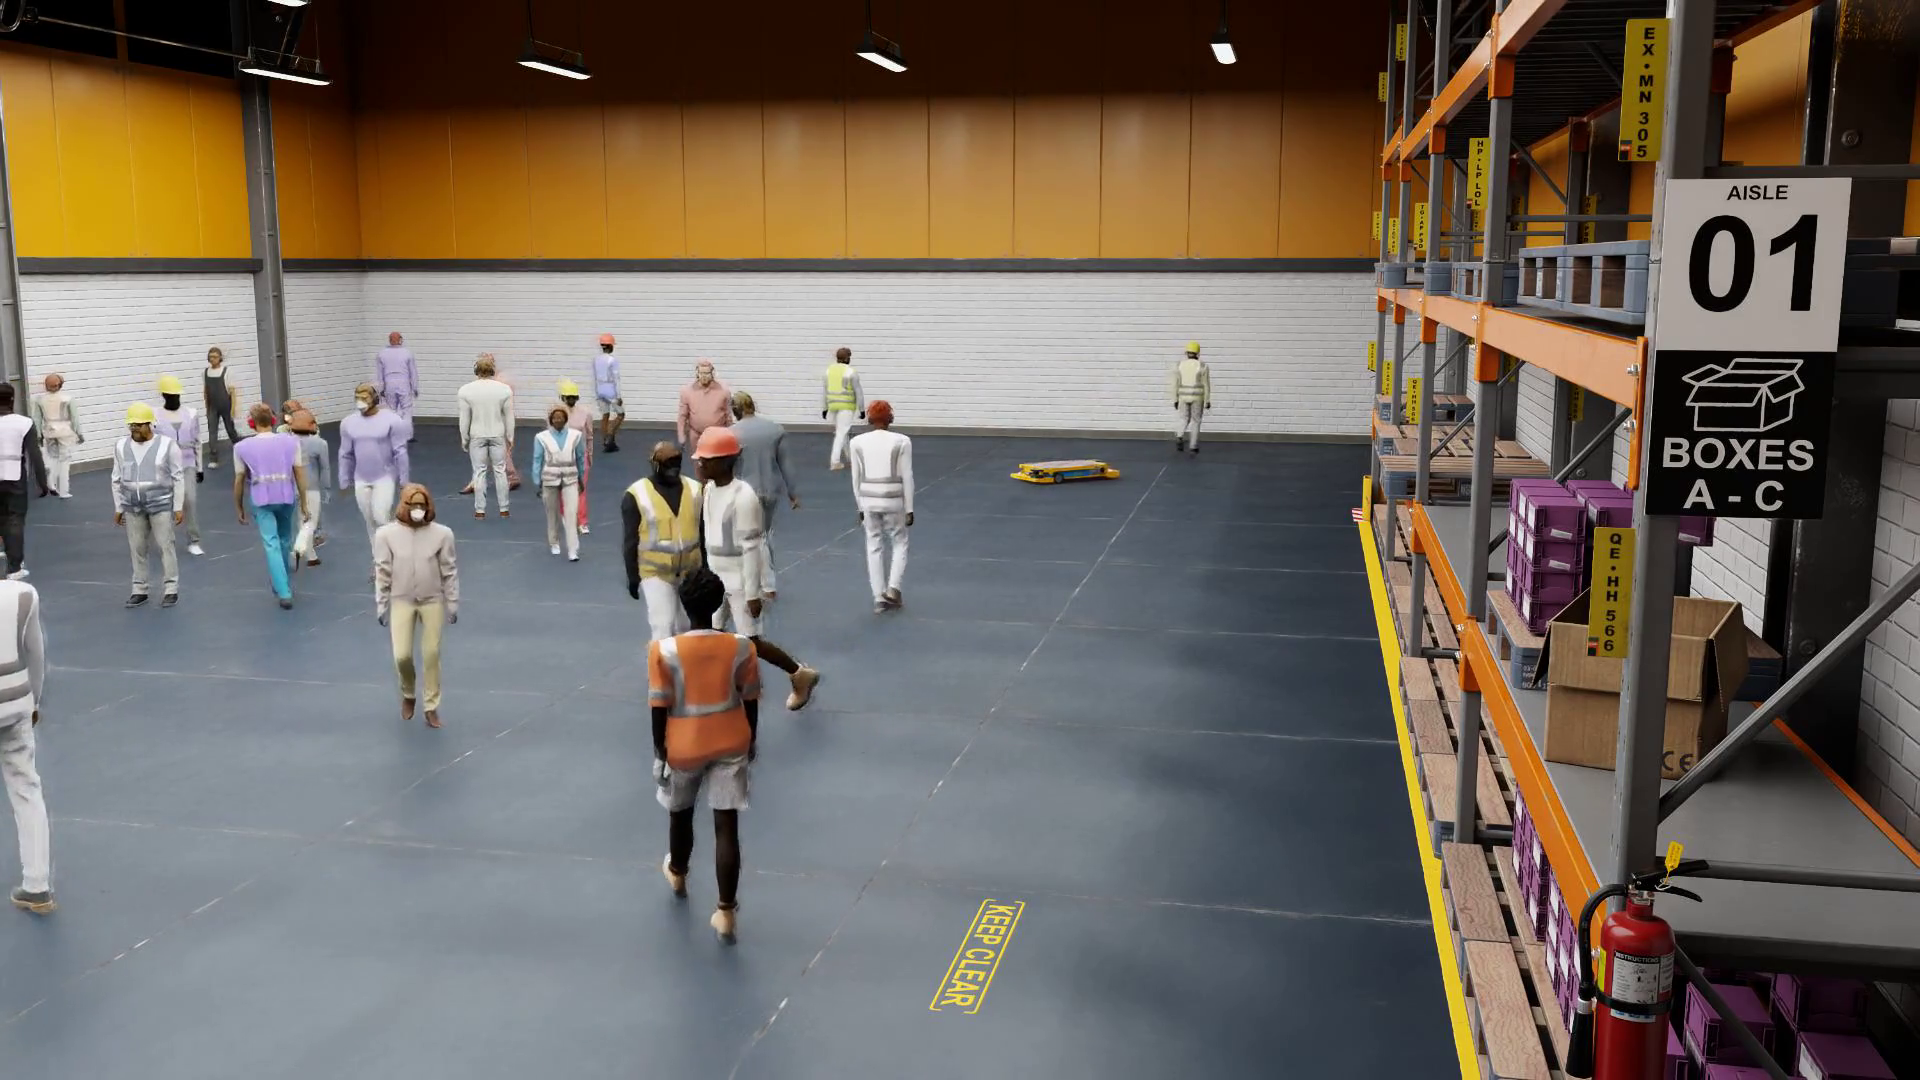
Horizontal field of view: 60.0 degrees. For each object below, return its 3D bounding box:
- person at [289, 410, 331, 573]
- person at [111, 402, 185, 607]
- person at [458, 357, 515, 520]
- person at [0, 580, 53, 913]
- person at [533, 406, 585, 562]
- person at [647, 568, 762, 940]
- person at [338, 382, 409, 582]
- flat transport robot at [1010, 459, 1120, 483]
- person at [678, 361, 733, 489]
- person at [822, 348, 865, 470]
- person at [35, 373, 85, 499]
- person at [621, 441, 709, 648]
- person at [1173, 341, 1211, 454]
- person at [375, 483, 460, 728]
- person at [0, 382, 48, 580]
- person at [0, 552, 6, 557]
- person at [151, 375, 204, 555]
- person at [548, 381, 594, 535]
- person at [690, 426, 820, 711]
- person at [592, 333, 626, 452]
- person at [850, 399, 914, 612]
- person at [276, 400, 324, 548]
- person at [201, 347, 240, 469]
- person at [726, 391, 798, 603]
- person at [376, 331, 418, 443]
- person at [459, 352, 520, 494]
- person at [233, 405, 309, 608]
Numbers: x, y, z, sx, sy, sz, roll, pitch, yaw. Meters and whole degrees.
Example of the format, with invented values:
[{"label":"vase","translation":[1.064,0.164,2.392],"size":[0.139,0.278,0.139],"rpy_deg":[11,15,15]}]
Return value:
[{"label":"person","translation":[-6.503,-0.476,16.424],"size":[0.512,1.603,0.737],"rpy_deg":[1,9,6]},{"label":"person","translation":[-7.178,-0.307,14.699],"size":[0.600,1.827,0.404],"rpy_deg":[-1,9,-4]},{"label":"person","translation":[-5.609,-1.199,19.743],"size":[0.637,1.938,0.357],"rpy_deg":[-4,10,-21]},{"label":"person","translation":[-4.663,0.817,7.886],"size":[0.969,1.837,0.588],"rpy_deg":[7,12,36]},{"label":"person","translation":[-4.124,-0.589,17.115],"size":[0.538,1.588,0.878],"rpy_deg":[-4,10,-21]},{"label":"person","translation":[-1.185,0.943,7.689],"size":[0.546,1.643,0.874],"rpy_deg":[-3,10,-20]},{"label":"person","translation":[-5.593,-0.537,15.792],"size":[0.663,1.920,0.568],"rpy_deg":[1,10,8]},{"label":"flat transport robot","translation":[1.485,-0.976,23.415],"size":[1.431,0.197,0.652],"rpy_deg":[-5,11,-30]},{"label":"person","translation":[-3.136,-1.286,20.515],"size":[0.663,1.864,0.993],"rpy_deg":[-1,9,-6]},{"label":"person","translation":[-1.708,-1.967,24.818],"size":[0.654,1.786,0.974],"rpy_deg":[6,11,34]},{"label":"person","translation":[-11.659,-1.343,21.547],"size":[0.524,1.625,0.399],"rpy_deg":[0,9,0]},{"label":"person","translation":[-2.069,0.201,11.664],"size":[0.625,1.824,0.773],"rpy_deg":[-6,11,-33]},{"label":"person","translation":[3.715,-2.273,26.595],"size":[0.595,1.818,0.424],"rpy_deg":[5,11,27]},{"label":"person","translation":[-3.531,0.433,10.861],"size":[0.517,1.618,0.343],"rpy_deg":[-4,10,-22]},{"label":"person","translation":[-9.222,-0.590,16.218],"size":[0.615,1.889,0.802],"rpy_deg":[-1,10,-7]},{"label":"person","translation":[-10.191,-0.677,17.195],"size":[0.487,1.741,0.312],"rpy_deg":[5,11,28]},{"label":"person","translation":[-8.310,-0.802,17.519],"size":[0.614,1.896,0.832],"rpy_deg":[-9,13,-43]},{"label":"person","translation":[-4.439,-0.960,18.972],"size":[0.534,1.722,0.924],"rpy_deg":[-4,10,-22]},{"label":"person","translation":[-1.379,0.245,10.863],"size":[0.898,2.011,0.619],"rpy_deg":[-7,11,-35]},{"label":"person","translation":[-5.648,-2.364,26.791],"size":[0.567,1.926,0.400],"rpy_deg":[5,11,30]},{"label":"person","translation":[-0.673,-0.296,14.515],"size":[0.575,1.868,0.408],"rpy_deg":[2,10,11]},{"label":"person","translation":[-7.014,-0.683,17.630],"size":[0.519,1.605,0.674],"rpy_deg":[1,9,7]},{"label":"person","translation":[-11.062,-1.992,24.934],"size":[0.515,1.813,0.939],"rpy_deg":[0,9,0]},{"label":"person","translation":[-1.874,-0.401,15.082],"size":[0.706,1.888,0.811],"rpy_deg":[-6,11,-33]},{"label":"person","translation":[-9.540,-2.598,28.273],"size":[0.651,1.906,0.403],"rpy_deg":[0,9,-2]},{"label":"person","translation":[-6.243,-1.553,22.074],"size":[0.662,1.878,0.817],"rpy_deg":[8,13,41]},{"label":"person","translation":[-6.172,-0.316,14.895],"size":[0.583,1.779,1.008],"rpy_deg":[-7,12,-35]}]
